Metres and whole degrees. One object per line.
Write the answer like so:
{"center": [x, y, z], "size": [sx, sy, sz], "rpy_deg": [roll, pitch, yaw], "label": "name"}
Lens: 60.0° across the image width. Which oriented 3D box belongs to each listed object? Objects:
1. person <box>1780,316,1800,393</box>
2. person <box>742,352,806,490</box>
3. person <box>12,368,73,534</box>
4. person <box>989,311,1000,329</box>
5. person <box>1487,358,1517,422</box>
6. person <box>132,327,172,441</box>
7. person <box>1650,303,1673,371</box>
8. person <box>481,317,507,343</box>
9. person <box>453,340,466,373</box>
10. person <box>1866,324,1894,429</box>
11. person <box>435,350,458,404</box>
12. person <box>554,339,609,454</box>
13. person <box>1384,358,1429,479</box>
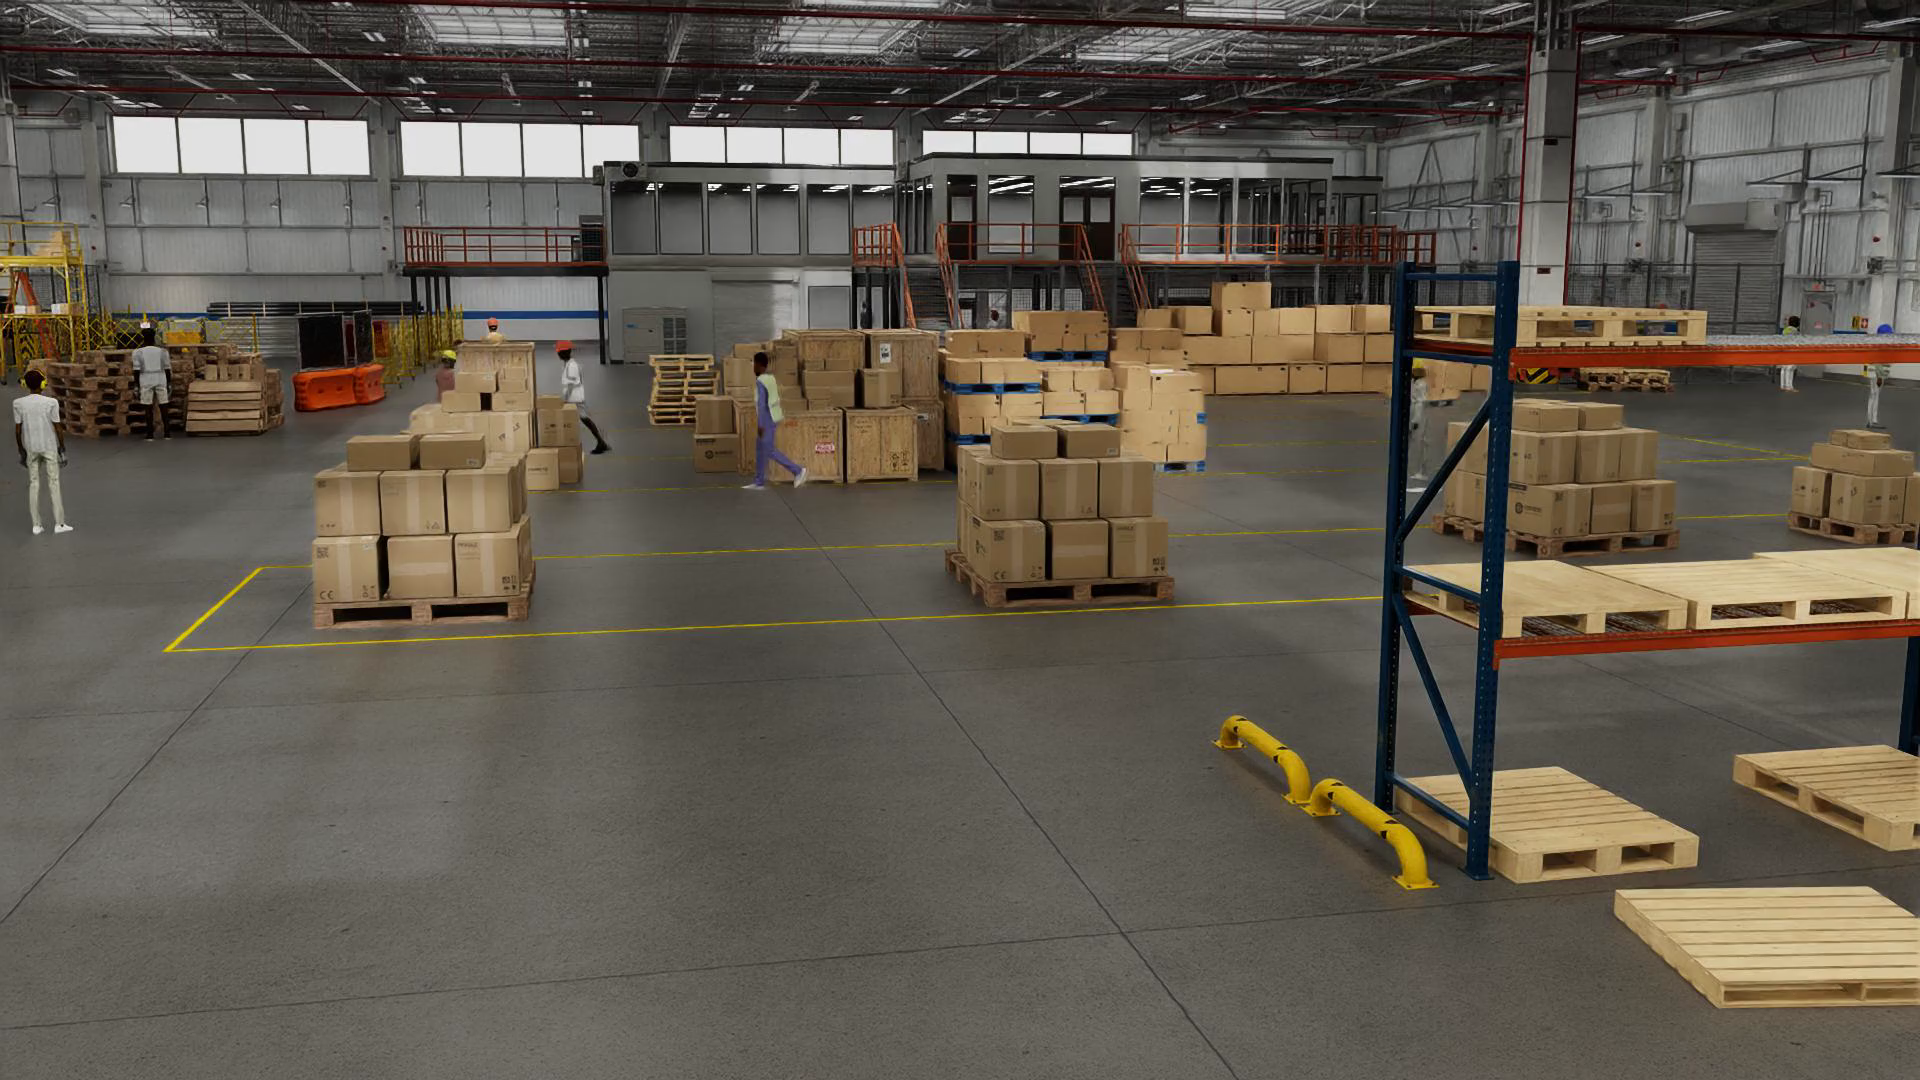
{"center": [19.941, -4.448, 39.894], "size": [0.429, 1.845, 0.621], "rpy_deg": [1, 9, 5], "label": "person"}
{"center": [-2.516, -1.591, 22.419], "size": [0.803, 1.874, 0.608], "rpy_deg": [1, 9, 4], "label": "person"}
{"center": [-10.344, -0.995, 18.746], "size": [0.513, 1.877, 0.328], "rpy_deg": [-2, 10, -11], "label": "person"}
{"center": [0.889, -5.251, 44.728], "size": [0.704, 1.864, 0.598], "rpy_deg": [-1, 9, -8], "label": "person"}
{"center": [8.420, -2.128, 25.636], "size": [1.032, 1.878, 0.651], "rpy_deg": [8, 12, 40], "label": "person"}
{"center": [-14.005, -2.699, 28.850], "size": [0.609, 1.964, 0.367], "rpy_deg": [-7, 12, -36], "label": "person"}
{"center": [20.355, -5.866, 48.144], "size": [0.641, 1.960, 0.823], "rpy_deg": [-6, 11, -30], "label": "person"}
{"center": [-9.929, -3.771, 35.478], "size": [0.545, 1.938, 0.354], "rpy_deg": [-6, 11, -34], "label": "person"}
{"center": [-7.995, -2.297, 26.770], "size": [0.505, 1.846, 0.519], "rpy_deg": [4, 10, 22], "label": "person"}
{"center": [17.184, -3.057, 31.091], "size": [0.387, 1.949, 0.602], "rpy_deg": [5, 11, 28], "label": "person"}
{"center": [-7.895, -2.060, 25.671], "size": [0.555, 1.725, 0.483], "rpy_deg": [7, 12, 36], "label": "person"}
{"center": [-6.141, -2.270, 26.561], "size": [1.055, 1.886, 0.541], "rpy_deg": [-6, 11, -31], "label": "person"}
{"center": [6.334, -1.703, 23.500], "size": [0.711, 1.717, 0.507], "rpy_deg": [-1, 9, -7], "label": "person"}
